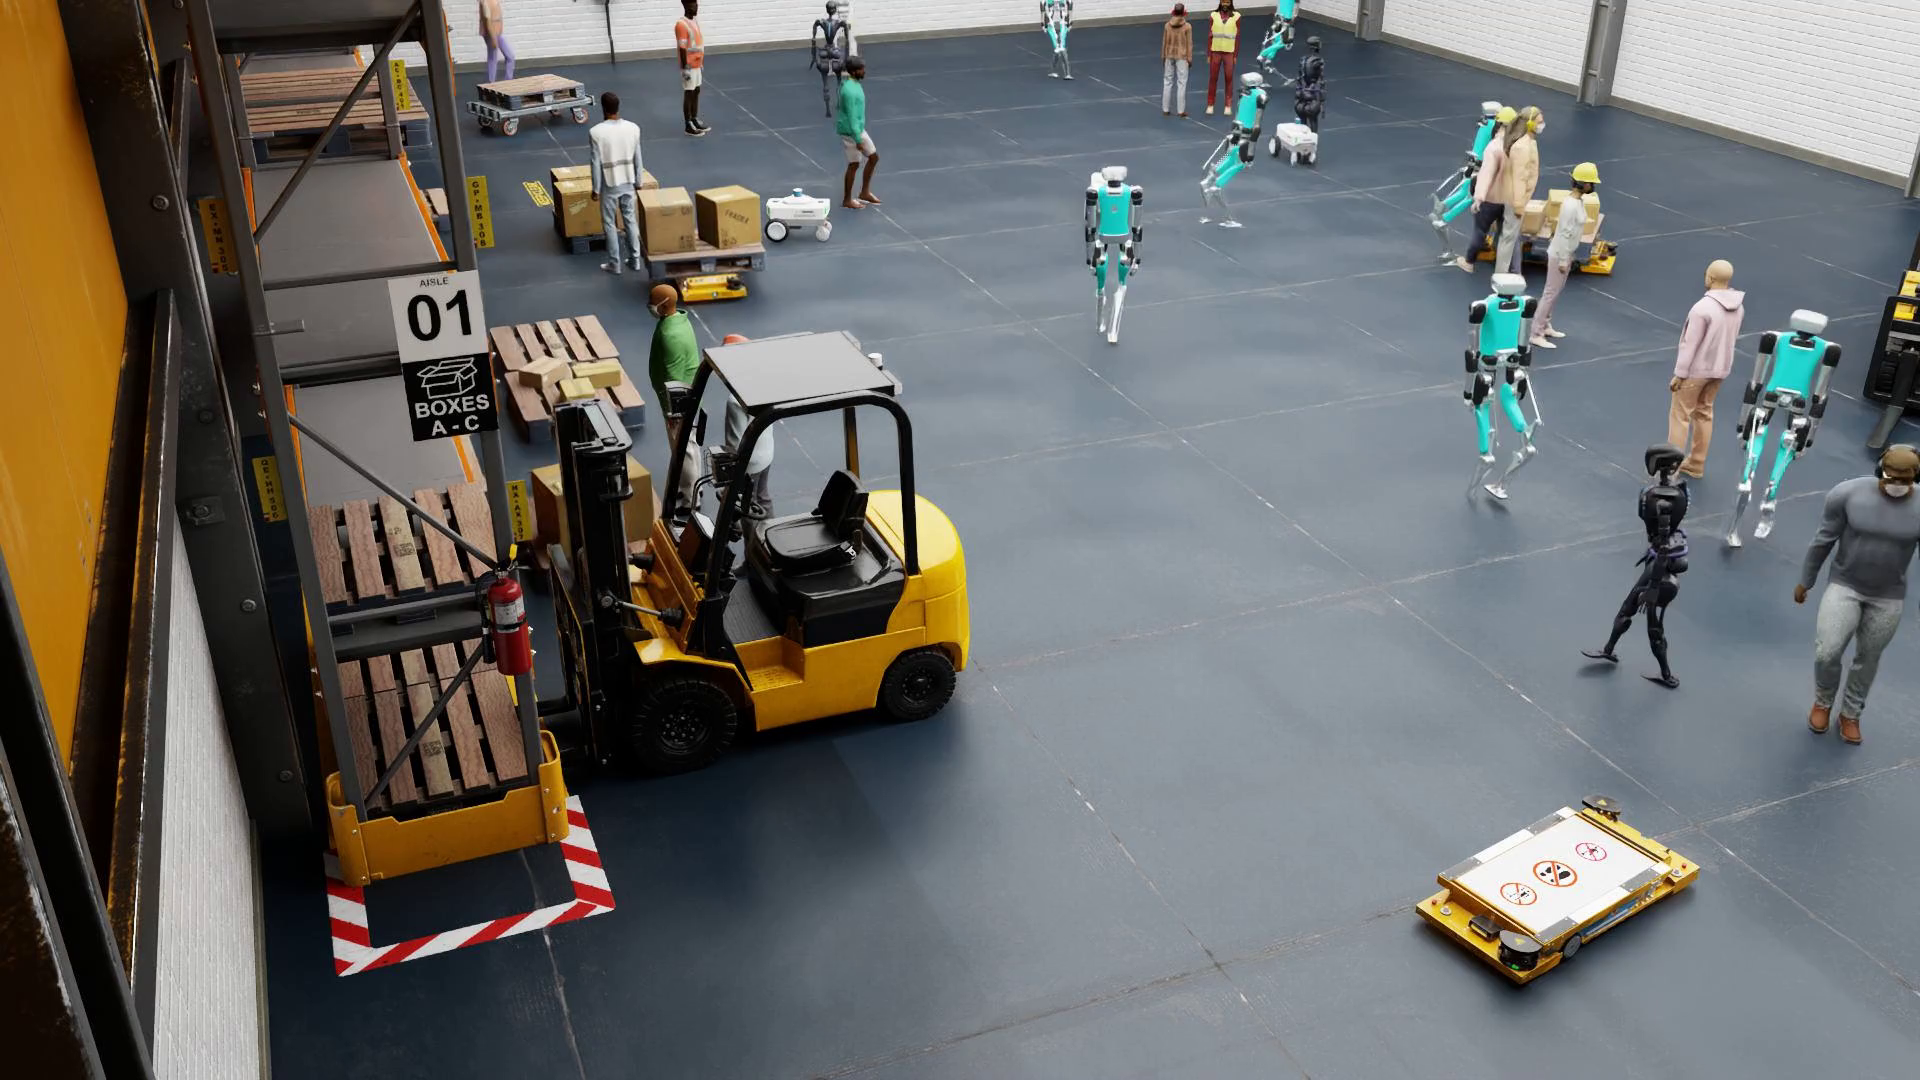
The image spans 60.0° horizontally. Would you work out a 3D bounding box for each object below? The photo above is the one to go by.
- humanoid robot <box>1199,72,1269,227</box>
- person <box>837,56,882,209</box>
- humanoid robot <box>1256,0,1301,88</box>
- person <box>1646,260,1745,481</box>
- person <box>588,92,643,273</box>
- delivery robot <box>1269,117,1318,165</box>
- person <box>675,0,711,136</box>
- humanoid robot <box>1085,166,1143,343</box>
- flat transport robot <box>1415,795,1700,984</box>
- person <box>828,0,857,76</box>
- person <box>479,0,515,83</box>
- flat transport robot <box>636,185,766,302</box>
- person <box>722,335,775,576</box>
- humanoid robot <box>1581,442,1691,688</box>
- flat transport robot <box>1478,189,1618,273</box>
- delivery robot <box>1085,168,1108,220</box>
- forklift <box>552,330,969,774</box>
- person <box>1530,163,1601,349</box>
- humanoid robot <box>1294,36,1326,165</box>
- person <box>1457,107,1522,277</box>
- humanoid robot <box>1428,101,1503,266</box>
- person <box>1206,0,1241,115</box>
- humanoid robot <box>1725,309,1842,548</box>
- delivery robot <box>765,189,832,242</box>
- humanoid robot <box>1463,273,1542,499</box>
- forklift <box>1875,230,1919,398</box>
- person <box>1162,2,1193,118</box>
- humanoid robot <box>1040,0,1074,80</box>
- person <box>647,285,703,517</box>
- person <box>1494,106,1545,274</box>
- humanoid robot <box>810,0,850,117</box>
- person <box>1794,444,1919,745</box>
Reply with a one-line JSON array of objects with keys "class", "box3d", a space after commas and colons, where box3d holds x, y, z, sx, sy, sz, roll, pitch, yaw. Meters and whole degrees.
[{"class": "humanoid robot", "box3d": [3.082, -4.480, 19.272, 0.816, 1.791, 0.583, -10, 28, -19]}, {"class": "person", "box3d": [-1.169, -4.866, 19.933, 0.631, 1.824, 0.527, 3, 27, 6]}, {"class": "humanoid robot", "box3d": [4.914, -7.862, 25.992, 0.993, 1.726, 0.537, -12, 29, -22]}, {"class": "person", "box3d": [5.754, -1.284, 12.867, 0.541, 1.771, 0.404, -13, 29, -24]}, {"class": "person", "box3d": [-3.645, -3.797, 17.722, 0.613, 1.903, 0.417, -22, 34, -36]}, {"class": "delivery robot", "box3d": [4.522, -5.374, 22.356, 0.499, 0.592, 0.796, -5, 27, -10]}, {"class": "person", "box3d": [-3.789, -6.722, 23.469, 0.366, 1.962, 0.614, 4, 27, 9]}, {"class": "humanoid robot", "box3d": [1.442, -2.662, 15.779, 0.540, 1.899, 0.755, 2, 27, 3]}, {"class": "flat transport robot", "box3d": [3.068, 1.757, 8.492, 1.431, 0.231, 0.659, -17, 31, -31]}, {"class": "person", "box3d": [-1.985, -8.477, 27.070, 0.750, 1.860, 0.613, -22, 34, -37]}, {"class": "person", "box3d": [-7.124, -7.800, 25.760, 0.676, 1.824, 0.603, 1, 27, 1]}, {"class": "flat transport robot", "box3d": [-2.720, -2.849, 17.654, 0.659, 0.231, 1.431, -7, 28, -14]}, {"class": "person", "box3d": [-1.480, -0.585, 11.510, 0.352, 1.742, 0.572, 7, 28, 14]}, {"class": "humanoid robot", "box3d": [4.225, 0.141, 10.169, 0.579, 1.634, 0.597, 9, 28, 17]}, {"class": "flat transport robot", "box3d": [6.460, -3.188, 18.328, 1.431, 0.231, 0.659, 12, 29, 22]}, {"class": "delivery robot", "box3d": [1.747, -4.150, 19.936, 0.499, 0.606, 0.794, 1, 27, 3]}, {"class": "forklift", "box3d": [-1.094, 0.010, 9.831, 2.313, 2.155, 1.214, -10, 28, -20]}, {"class": "person", "box3d": [5.723, -2.687, 15.685, 0.375, 1.756, 0.534, 14, 30, 26]}, {"class": "humanoid robot", "box3d": [4.610, -5.804, 21.992, 0.341, 1.647, 0.600, -13, 30, -24]}, {"class": "person", "box3d": [5.671, -3.611, 17.470, 0.863, 1.800, 0.973, -11, 29, -21]}, {"class": "humanoid robot", "box3d": [5.392, -3.829, 17.960, 0.766, 1.765, 0.536, -2, 27, -3]}, {"class": "person", "box3d": [3.904, -7.229, 24.705, 0.470, 1.764, 0.365, 6, 27, 12]}, {"class": "humanoid robot", "box3d": [5.757, -0.677, 11.762, 0.545, 1.781, 0.923, 14, 30, 25]}, {"class": "delivery robot", "box3d": [-1.867, -3.720, 19.085, 0.813, 0.609, 0.499, 1, 27, 1]}, {"class": "humanoid robot", "box3d": [4.100, -1.032, 12.448, 0.539, 1.819, 0.753, -6, 27, -12]}, {"class": "forklift", "box3d": [9.029, -2.397, 14.618, 1.214, 2.155, 2.313, 18, 32, 32]}, {"class": "person", "box3d": [3.191, -7.078, 24.532, 0.468, 1.647, 0.327, 12, 29, 22]}, {"class": "humanoid robot", "box3d": [1.598, -8.357, 26.977, 0.599, 1.774, 0.861, 0, 27, -1]}, {"class": "person", "box3d": [-2.106, -1.048, 12.396, 0.385, 1.776, 0.546, -2, 27, -4]}, {"class": "person", "box3d": [5.769, -3.556, 17.277, 0.405, 1.876, 0.556, 8, 28, 15]}, {"class": "humanoid robot", "box3d": [-1.926, -7.115, 24.581, 0.611, 1.646, 0.396, 0, 27, 0]}, {"class": "person", "box3d": [5.194, 0.317, 9.532, 0.732, 1.910, 0.513, 11, 29, 21]}]
